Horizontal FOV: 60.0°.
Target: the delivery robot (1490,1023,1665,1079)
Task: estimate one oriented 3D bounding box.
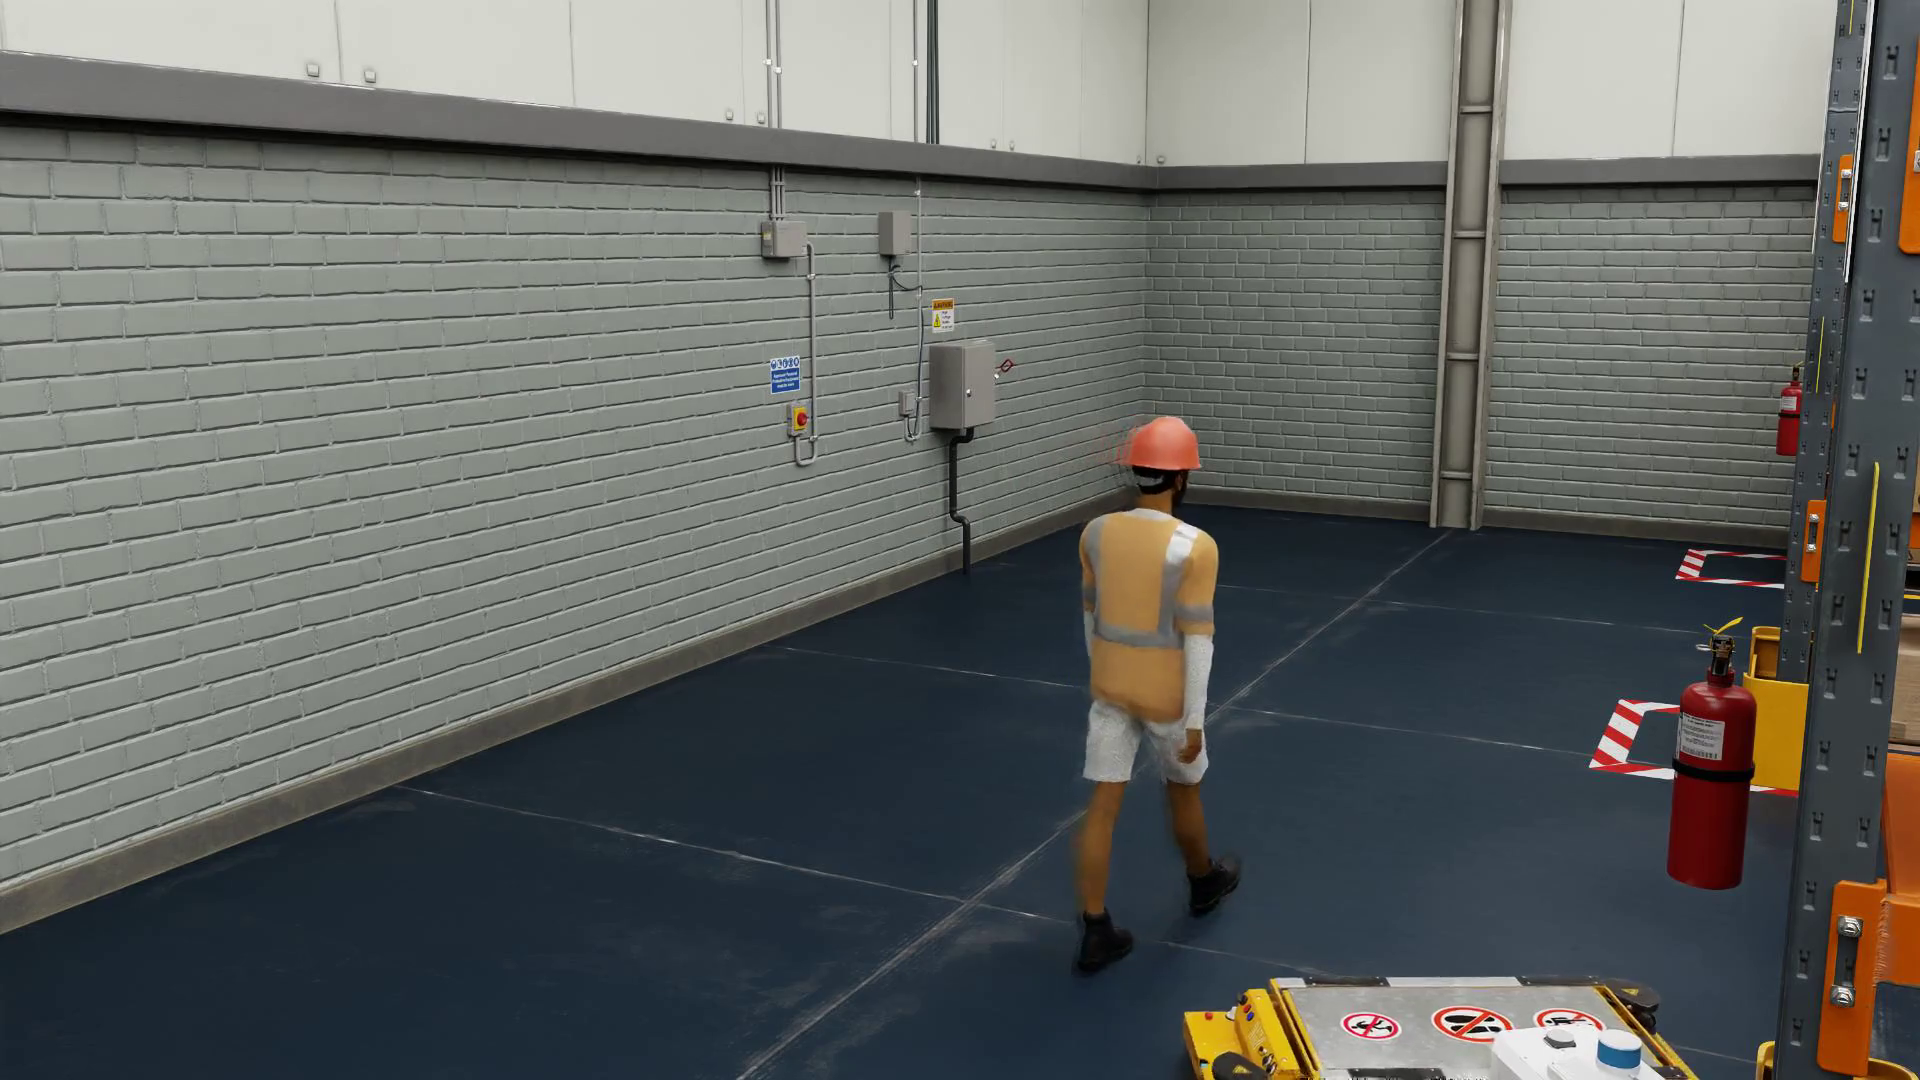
[{"bbox_3d":[1.614,1.455,4.107,0.477,0.478,0.707,-2,11,-11],"label":"delivery robot"}]

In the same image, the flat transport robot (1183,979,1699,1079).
[{"bbox_3d":[1.414,1.507,4.857,1.431,0.197,0.652,0,10,-1],"label":"flat transport robot"}]

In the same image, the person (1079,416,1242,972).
[{"bbox_3d":[0.694,0.507,5.884,0.568,1.884,0.978,7,13,35],"label":"person"}]
